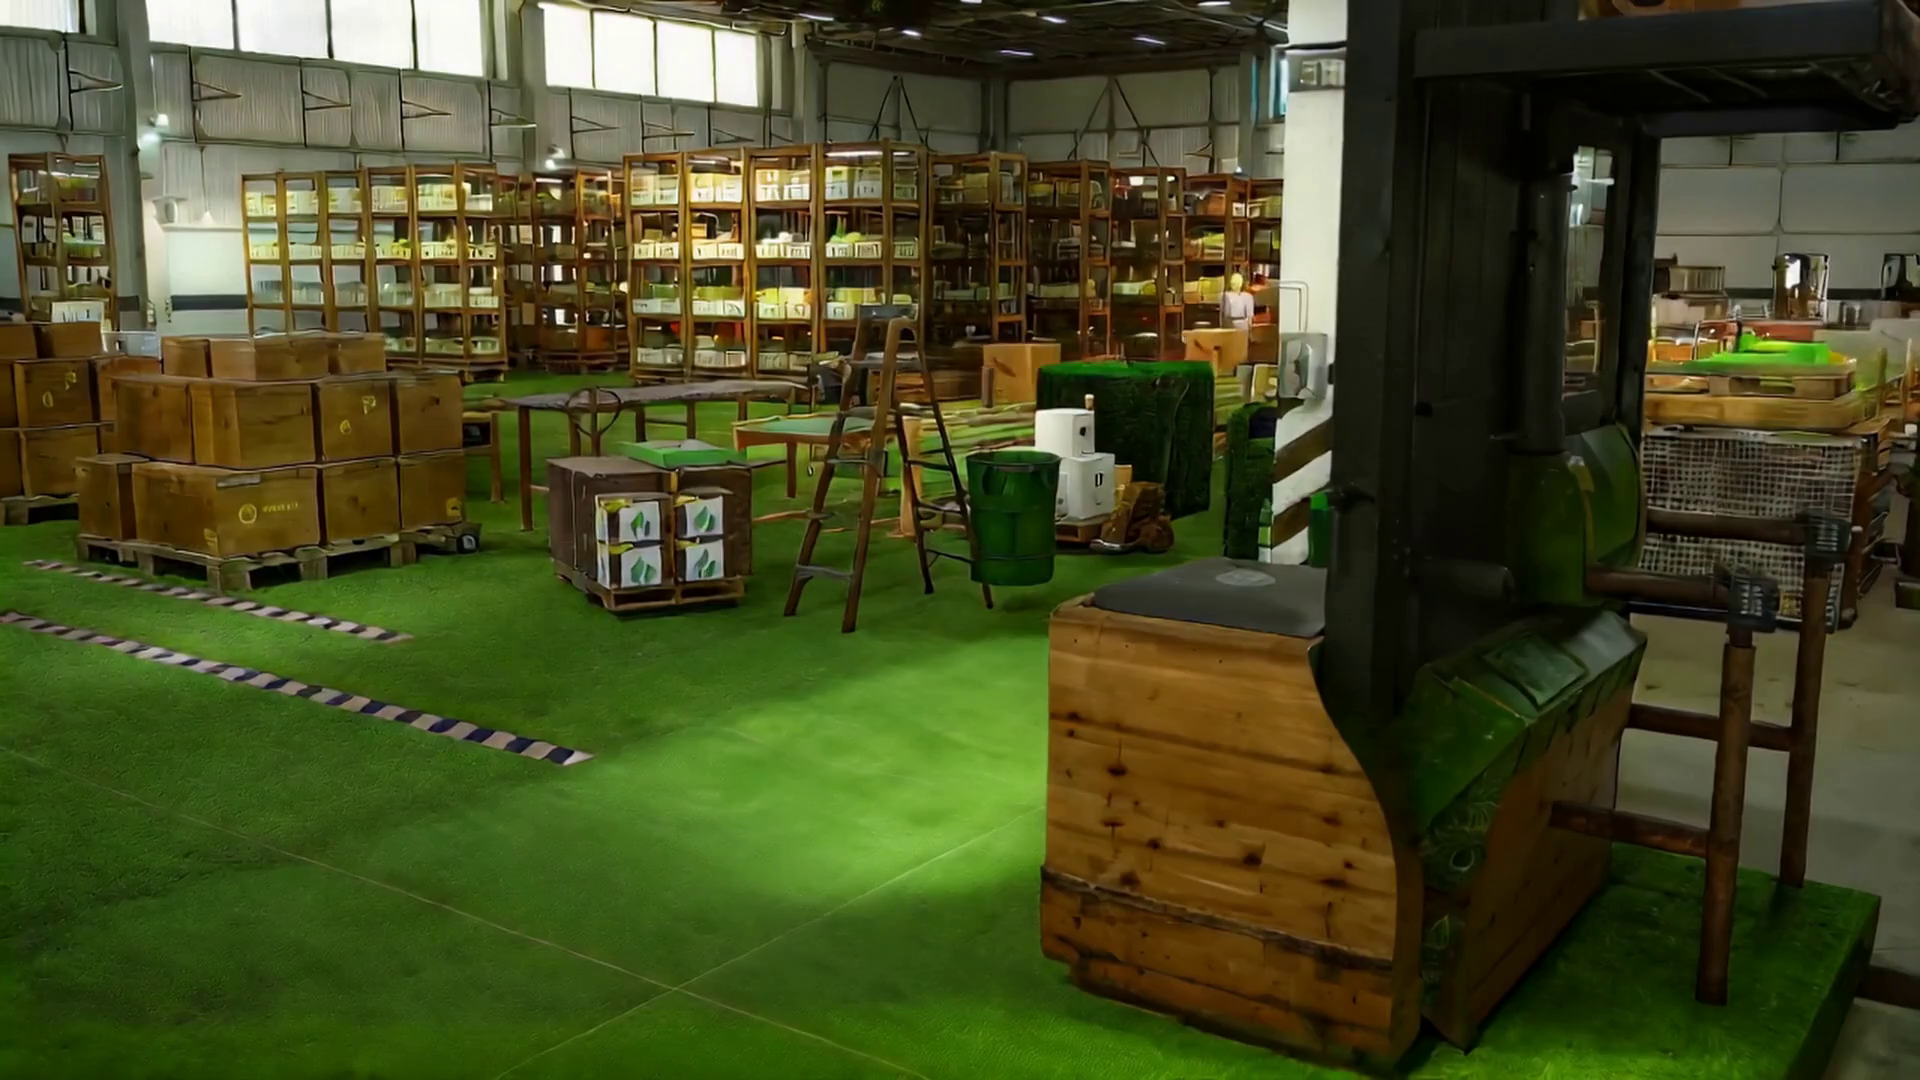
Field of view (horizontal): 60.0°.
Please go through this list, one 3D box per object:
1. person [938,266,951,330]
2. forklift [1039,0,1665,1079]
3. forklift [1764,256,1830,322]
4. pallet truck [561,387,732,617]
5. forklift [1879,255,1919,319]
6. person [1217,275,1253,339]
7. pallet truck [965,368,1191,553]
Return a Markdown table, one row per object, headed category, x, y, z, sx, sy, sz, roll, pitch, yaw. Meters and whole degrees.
| category | x | y | z | sx | sy | sz | roll | pitch | yaw |
| --- | --- | --- | --- | --- | --- | --- | --- | --- | --- |
| person | -0.425 | -5.141 | 36.918 | 0.745 | 1.952 | 0.639 | -2 | 10 | -14 |
| forklift | 1.249 | -0.137 | 4.360 | 1.873 | 2.768 | 1.129 | 7 | 12 | 35 |
| forklift | 20.253 | -5.854 | 40.139 | 1.157 | 1.987 | 2.680 | 7 | 12 | 35 |
| pallet truck | -1.981 | -0.274 | 10.088 | 0.680 | 1.201 | 1.601 | -5 | 11 | -28 |
| forklift | 22.089 | -5.634 | 38.796 | 1.157 | 1.987 | 2.680 | 6 | 11 | 33 |
| person | 4.707 | -3.634 | 28.460 | 0.585 | 1.792 | 0.940 | 3 | 10 | 18 |
| pallet truck | 0.845 | -0.609 | 11.869 | 1.630 | 1.274 | 0.653 | 7 | 12 | 35 |
